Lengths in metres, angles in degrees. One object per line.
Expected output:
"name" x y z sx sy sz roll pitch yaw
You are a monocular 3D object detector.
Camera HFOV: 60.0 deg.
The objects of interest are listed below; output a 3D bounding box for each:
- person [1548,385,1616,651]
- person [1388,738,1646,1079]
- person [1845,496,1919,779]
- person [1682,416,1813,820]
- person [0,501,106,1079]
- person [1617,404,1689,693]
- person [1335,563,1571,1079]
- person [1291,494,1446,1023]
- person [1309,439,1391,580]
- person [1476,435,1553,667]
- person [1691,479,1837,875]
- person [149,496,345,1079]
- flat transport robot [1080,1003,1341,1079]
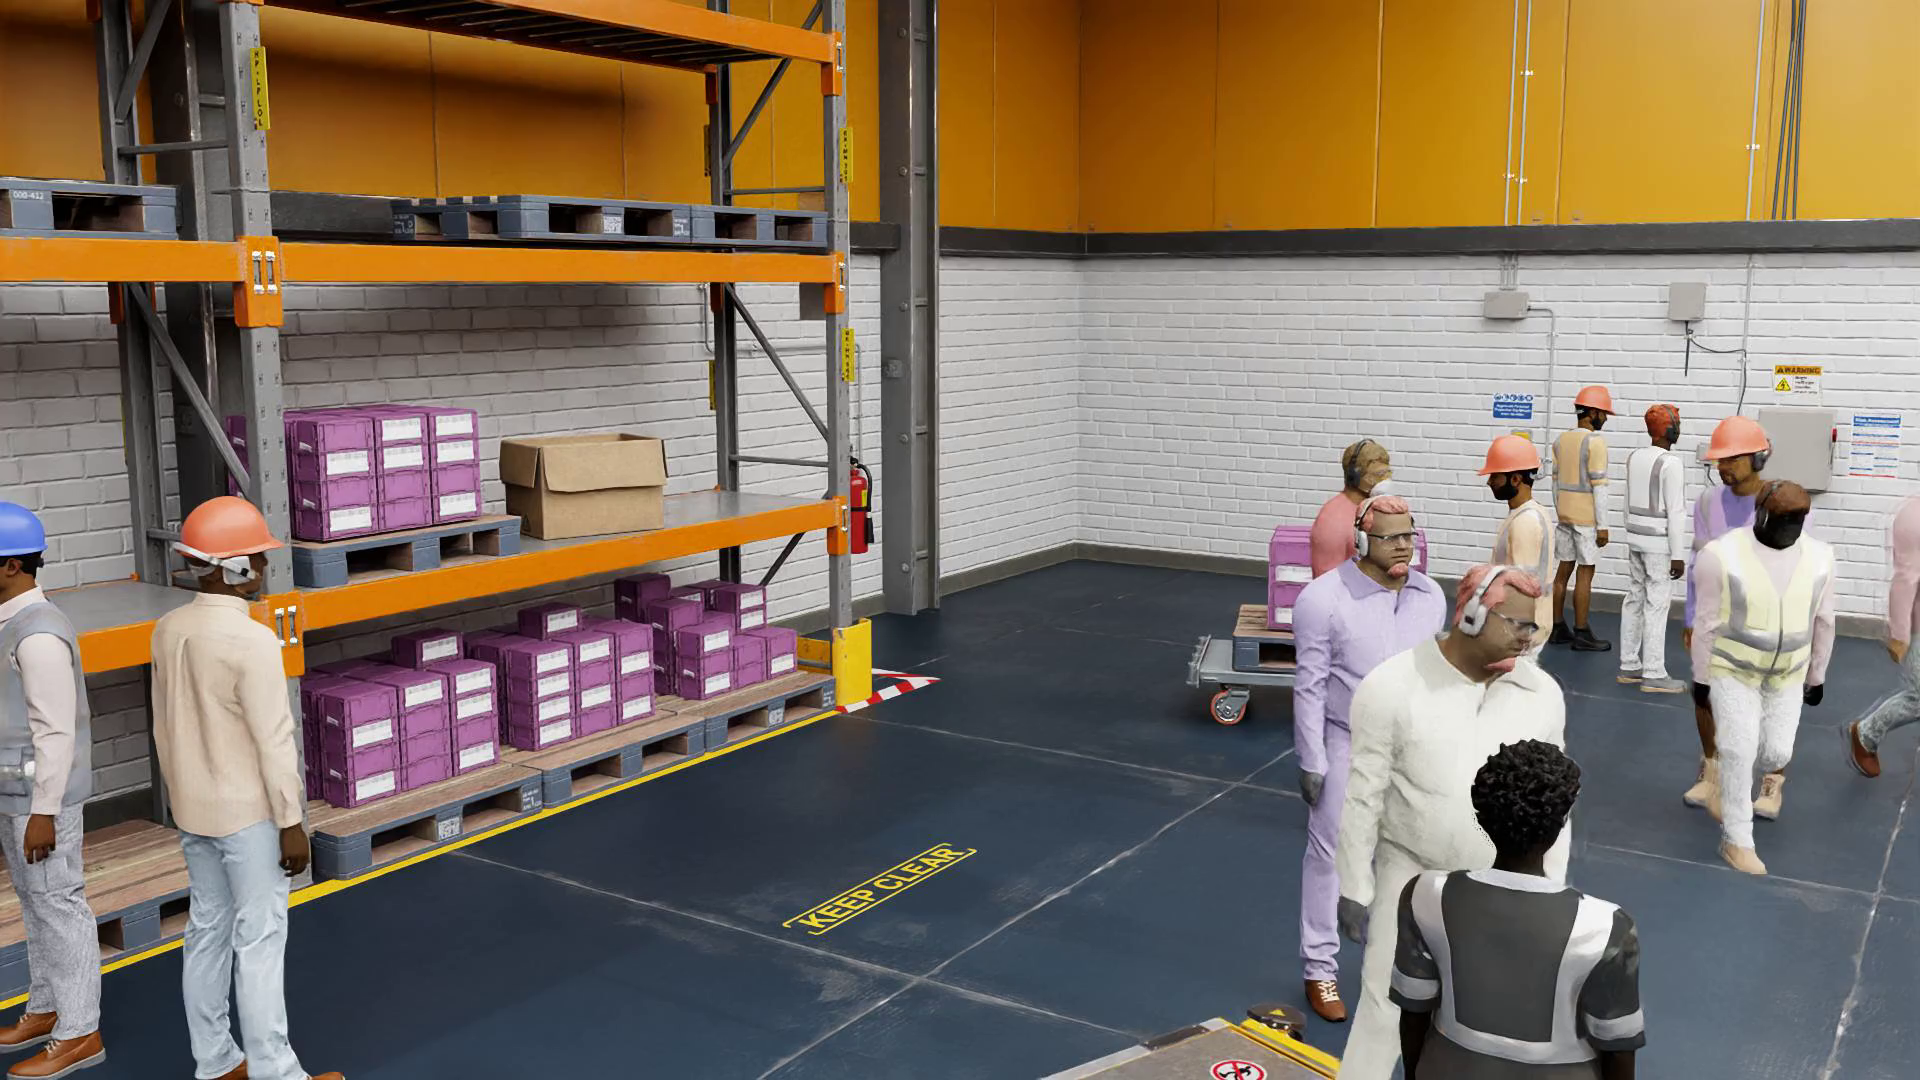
"person" 4.544 -0.158 12.113 0.374 1.928 0.542 -3 9 -17
"person" 1.197 1.264 3.617 0.532 1.696 0.319 5 10 31
"person" 4.930 0.423 8.413 0.636 1.912 0.817 -2 9 -12
"person" 3.883 0.394 8.263 0.534 2.017 0.608 -5 10 -31
"person" -3.126 0.834 5.597 0.385 1.948 0.603 -7 11 -40
"person" 4.558 0.051 10.892 0.351 1.884 0.581 -2 9 -10
"person" 1.424 0.994 4.808 0.680 1.882 0.400 -1 9 -6
"person" 1.514 0.782 6.065 0.636 1.911 0.404 -3 9 -21
"person" 1.891 0.475 8.010 0.381 1.929 0.635 7 11 38
"person" 2.716 0.445 8.210 0.393 1.927 0.549 3 9 20
"person" 3.658 0.588 7.695 0.637 1.811 0.660 0 9 2
"person" -2.301 0.854 5.312 0.610 1.996 0.384 6 10 33
"flat transport robot" 0.682 1.757 5.023 1.431 0.197 0.652 -6 11 -35
